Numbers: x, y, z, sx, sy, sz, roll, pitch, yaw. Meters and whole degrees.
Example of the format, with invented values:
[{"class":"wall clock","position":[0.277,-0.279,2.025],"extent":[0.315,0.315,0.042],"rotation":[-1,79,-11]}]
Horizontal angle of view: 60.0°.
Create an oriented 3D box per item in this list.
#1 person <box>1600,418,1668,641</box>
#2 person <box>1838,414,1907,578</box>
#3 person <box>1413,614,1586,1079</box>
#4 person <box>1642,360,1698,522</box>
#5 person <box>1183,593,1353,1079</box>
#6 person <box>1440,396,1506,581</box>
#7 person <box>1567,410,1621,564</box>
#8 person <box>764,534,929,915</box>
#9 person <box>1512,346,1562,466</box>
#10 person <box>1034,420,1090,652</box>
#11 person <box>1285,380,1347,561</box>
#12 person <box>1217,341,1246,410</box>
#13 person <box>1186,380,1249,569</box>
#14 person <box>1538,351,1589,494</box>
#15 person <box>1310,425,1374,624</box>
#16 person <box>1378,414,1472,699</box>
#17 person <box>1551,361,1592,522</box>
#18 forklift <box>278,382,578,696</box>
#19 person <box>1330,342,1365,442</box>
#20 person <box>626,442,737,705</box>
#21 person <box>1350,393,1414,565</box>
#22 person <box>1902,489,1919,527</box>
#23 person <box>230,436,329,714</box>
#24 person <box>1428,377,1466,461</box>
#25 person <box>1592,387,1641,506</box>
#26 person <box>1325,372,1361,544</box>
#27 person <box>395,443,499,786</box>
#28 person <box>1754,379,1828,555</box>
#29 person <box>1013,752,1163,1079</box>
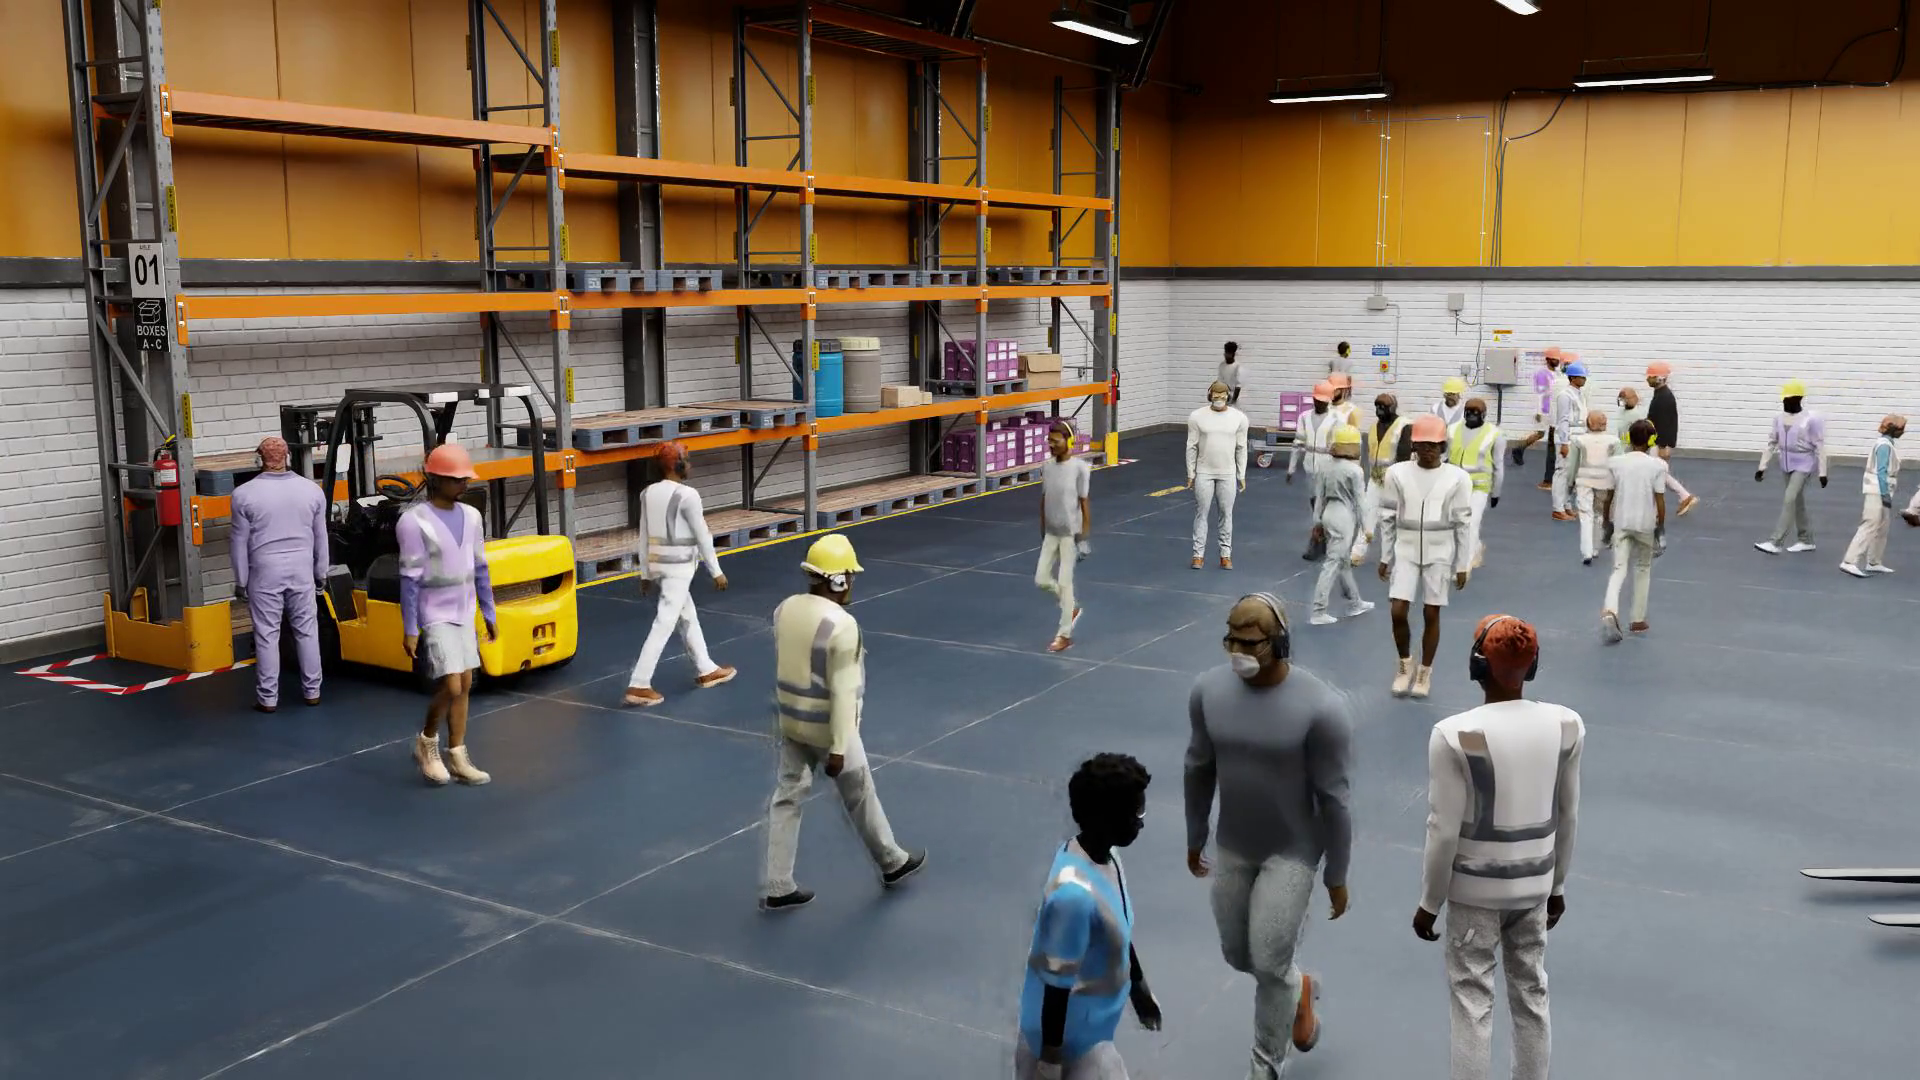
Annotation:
[{"class":"person","position":[5.547,-0.087,13.725],"extent":[0.530,1.828,0.887],"rotation":[6,11,33]},{"class":"person","position":[9.099,-0.441,16.540],"extent":[0.424,1.625,0.683],"rotation":[6,11,33]},{"class":"person","position":[1.804,1.178,5.618],"extent":[0.573,1.883,0.356],"rotation":[-3,10,-17]},{"class":"person","position":[8.530,-1.176,20.062],"extent":[0.693,1.974,0.639],"rotation":[3,10,17]},{"class":"person","position":[1.147,1.100,6.038],"extent":[0.670,1.911,0.726],"rotation":[8,12,41]},{"class":"person","position":[5.088,-0.530,16.504],"extent":[0.627,1.815,0.823],"rotation":[9,13,43]},{"class":"person","position":[6.618,-0.560,17.379],"extent":[0.521,1.593,0.860],"rotation":[2,9,14]},{"class":"person","position":[-0.577,0.855,7.949],"extent":[0.591,1.783,0.927],"rotation":[9,13,44]},{"class":"person","position":[8.960,-2.026,25.545],"extent":[0.553,1.915,0.826],"rotation":[-8,12,-40]},{"class":"person","position":[0.848,-0.038,13.310],"extent":[0.514,1.858,0.473],"rotation":[8,12,40]},{"class":"person","position":[3.710,-0.728,17.454],"extent":[0.594,1.894,0.781],"rotation":[9,13,43]},{"class":"person","position":[4.326,-2.246,26.873],"extent":[0.465,1.923,0.660],"rotation":[-6,11,-33]},{"class":"person","position":[2.611,-0.661,16.935],"extent":[0.627,1.936,0.372],"rotation":[1,9,6]},{"class":"person","position":[8.373,-1.604,22.804],"extent":[0.638,1.959,0.955],"rotation":[-2,9,-14]},{"class":"person","position":[3.364,-0.135,14.340],"extent":[0.858,1.699,0.500],"rotation":[-5,10,-28]},{"class":"person","position":[3.254,0.130,11.690],"extent":[0.635,2.029,0.524],"rotation":[4,10,23]},{"class":"person","position":[7.442,-1.201,20.260],"extent":[0.401,1.948,0.607],"rotation":[7,12,39]},{"class":"forklift","position":[-3.974,-0.067,12.417],"extent":[2.313,2.155,1.214],"rotation":[5,11,30]},{"class":"person","position":[6.679,-2.520,28.883],"extent":[0.867,1.829,0.558],"rotation":[-8,12,-40]},{"class":"person","position":[-2.024,0.223,11.769],"extent":[1.010,1.836,0.591],"rotation":[-9,12,-43]},{"class":"person","position":[4.433,-0.618,17.143],"extent":[0.983,1.787,0.631],"rotation":[-6,11,-35]},{"class":"person","position":[11.677,-1.049,19.585],"extent":[0.963,1.863,0.638],"rotation":[-1,9,-7]},{"class":"person","position":[-4.686,0.233,11.471],"extent":[0.637,1.900,0.403],"rotation":[-8,12,-39]},{"class":"person","position":[5.828,-1.048,19.747],"extent":[0.618,1.803,0.633],"rotation":[6,11,31]},{"class":"person","position":[8.317,-1.115,20.838],"extent":[0.841,1.584,0.505],"rotation":[-1,9,-6]},{"class":"person","position":[4.139,-0.902,18.471],"extent":[0.400,1.922,0.553],"rotation":[-8,12,-42]},{"class":"person","position":[-2.961,0.447,9.699],"extent":[0.405,2.031,0.646],"rotation":[4,10,26]},{"class":"person","position":[8.843,-0.770,17.770],"extent":[0.953,1.876,0.621],"rotation":[-3,10,-17]},{"class":"person","position":[0.408,1.414,4.847],"extent":[0.889,1.634,0.553],"rotation":[1,9,8]}]
